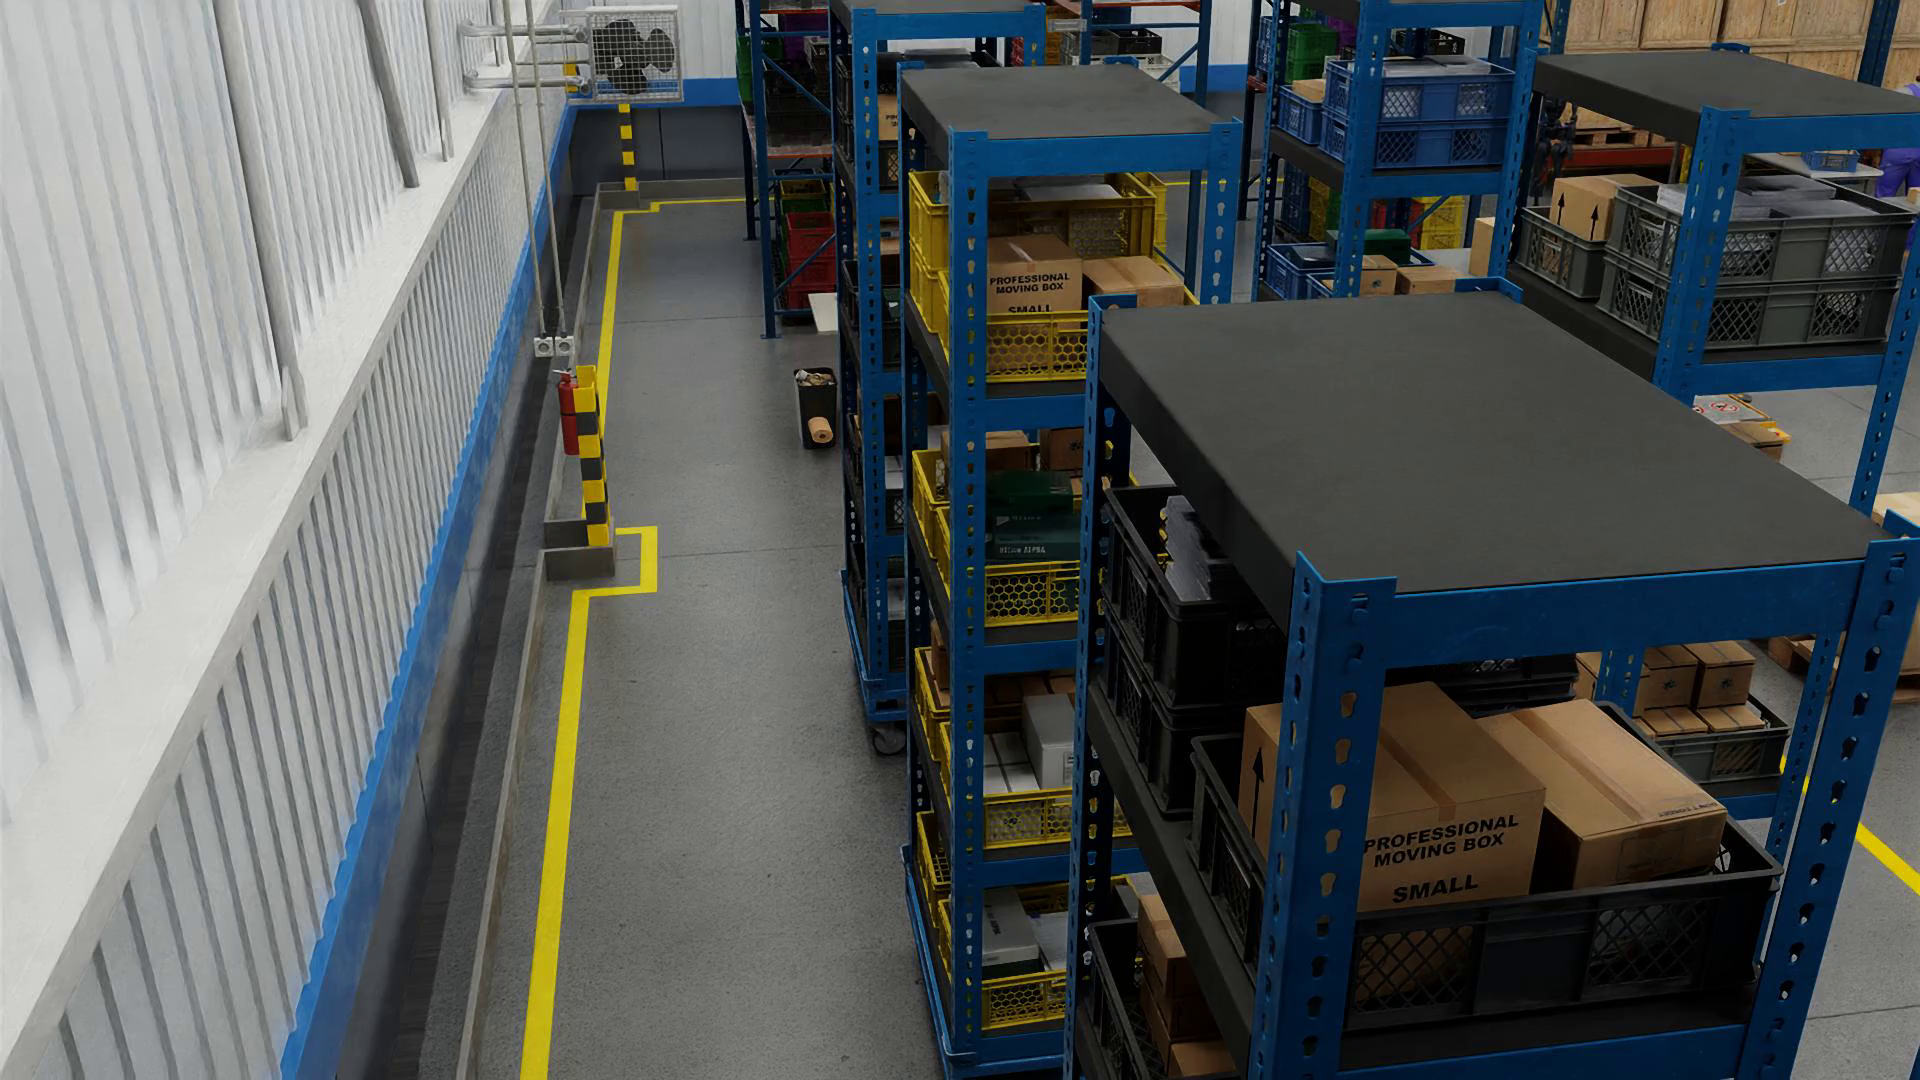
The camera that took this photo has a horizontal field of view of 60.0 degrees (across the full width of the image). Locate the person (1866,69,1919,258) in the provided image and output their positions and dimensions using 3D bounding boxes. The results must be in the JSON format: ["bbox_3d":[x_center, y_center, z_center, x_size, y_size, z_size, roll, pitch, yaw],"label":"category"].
[{"bbox_3d":[9.453,-3.842,16.532,0.679,2.000,0.536,8,26,17],"label":"person"}]

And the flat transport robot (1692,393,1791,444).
[{"bbox_3d":[5.224,-0.859,12.132,1.431,0.197,0.652,-4,25,-8],"label":"flat transport robot"}]

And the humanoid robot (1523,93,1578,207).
[{"bbox_3d":[6.412,-4.333,18.030,0.330,1.647,0.594,-21,32,-38],"label":"humanoid robot"}]
